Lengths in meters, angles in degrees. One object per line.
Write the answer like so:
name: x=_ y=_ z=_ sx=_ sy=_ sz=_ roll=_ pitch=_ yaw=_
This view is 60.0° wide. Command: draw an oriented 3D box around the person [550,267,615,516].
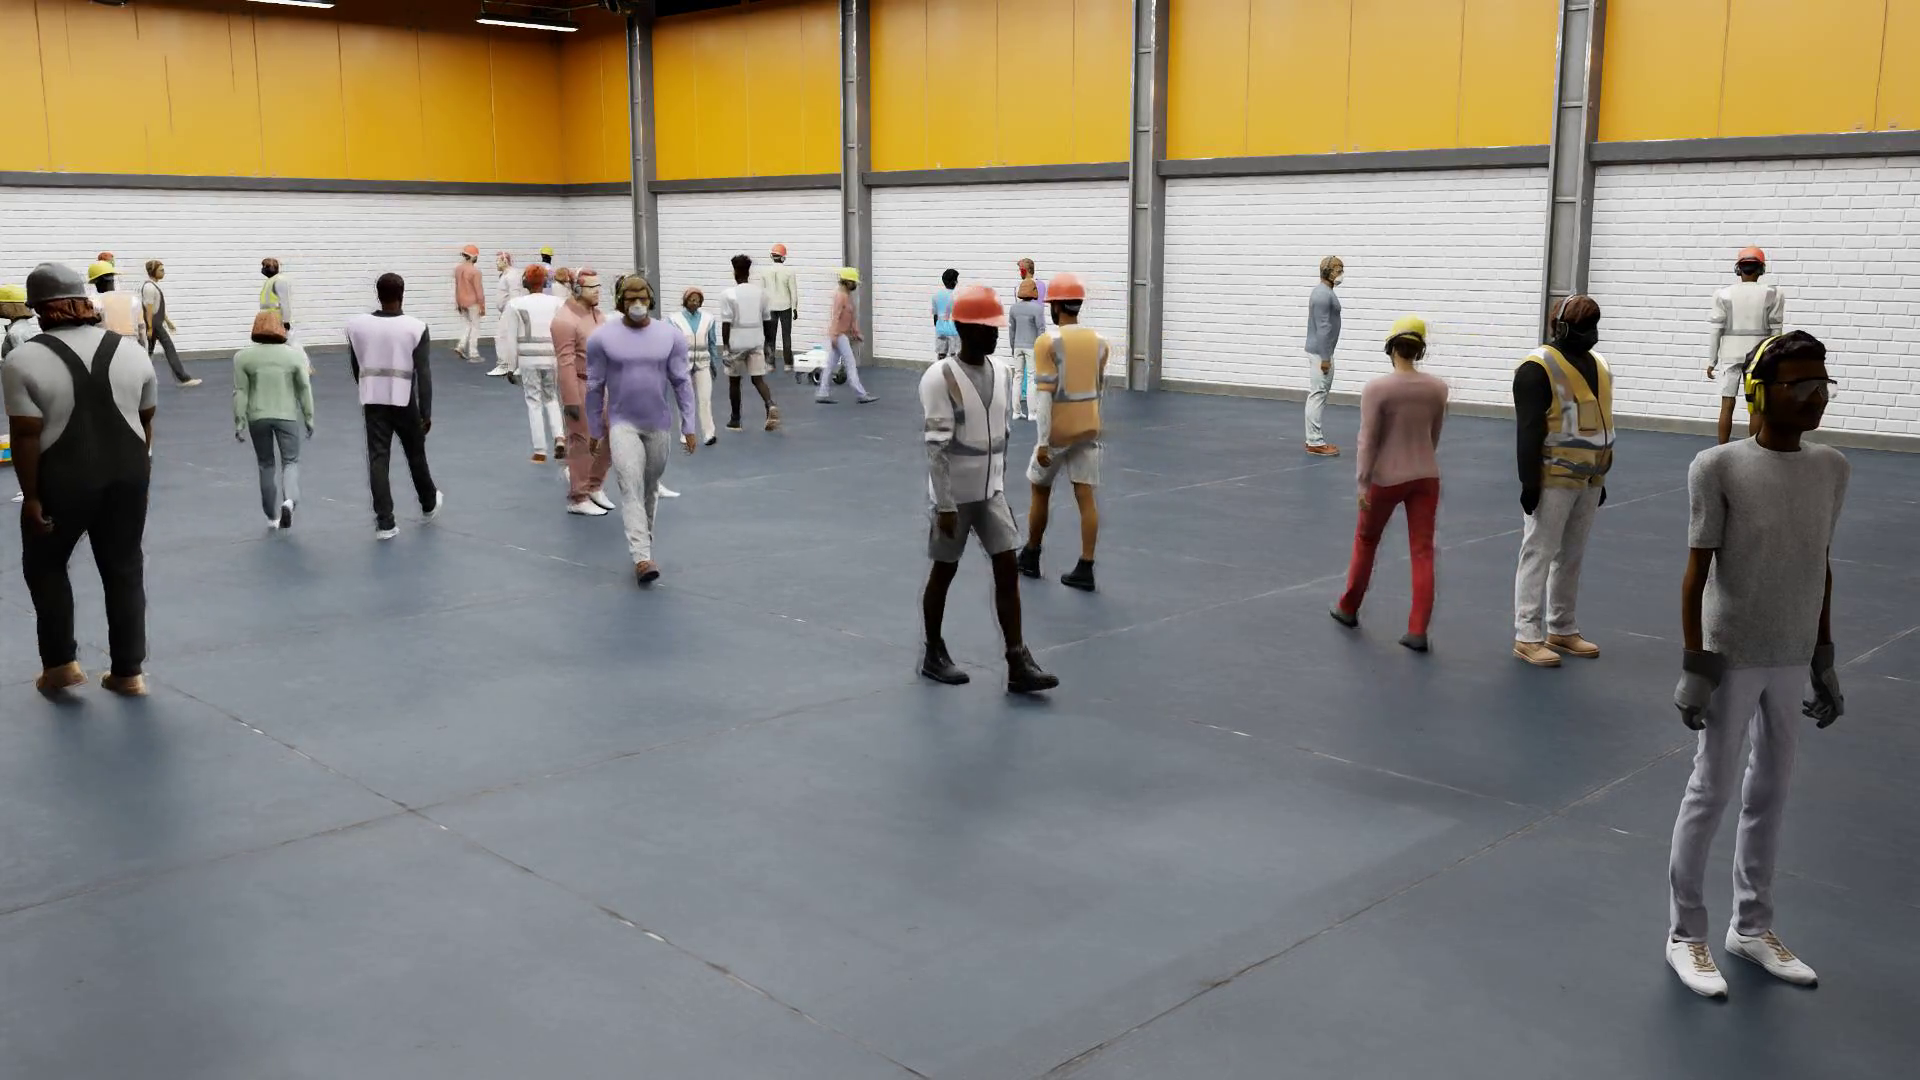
person: x=-2.812 y=-1.119 z=12.646 sx=0.444 sy=1.889 sz=0.678 roll=3 pitch=11 yaw=18

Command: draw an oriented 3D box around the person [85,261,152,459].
person: x=-7.998 y=-1.693 z=15.781 sx=0.536 sy=1.886 sz=0.711 roll=6 pitch=12 yaw=31

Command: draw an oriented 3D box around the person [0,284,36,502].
person: x=-7.555 y=-1.180 z=13.389 sx=0.295 sy=1.743 sz=0.492 roll=-4 pitch=11 yaw=-20

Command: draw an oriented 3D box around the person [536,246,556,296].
person: x=-8.034 y=-4.742 z=32.339 sx=0.581 sy=1.918 sz=0.390 roll=6 pitch=12 yaw=32

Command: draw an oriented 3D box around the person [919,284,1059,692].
person: x=0.120 y=-0.215 z=7.695 sx=0.574 sy=1.897 sz=0.909 roll=-9 pitch=14 yaw=-40

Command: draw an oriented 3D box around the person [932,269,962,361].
person: x=-0.137 y=-2.736 z=22.013 sx=0.533 sy=1.692 sz=0.319 roll=8 pitch=13 yaw=38

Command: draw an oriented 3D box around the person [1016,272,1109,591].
person: x=0.601 y=-0.677 z=10.213 sx=0.560 sy=1.894 sz=0.907 roll=-6 pitch=12 yaw=-31

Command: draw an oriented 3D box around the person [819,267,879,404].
person: x=-1.401 y=-2.564 z=20.974 sx=0.872 sy=1.710 sz=0.551 roll=1 pitch=10 yaw=5

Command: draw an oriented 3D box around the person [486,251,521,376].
person: x=-6.918 y=-3.400 z=25.115 sx=0.773 sy=1.877 sz=0.685 roll=-4 pitch=11 yaw=-20

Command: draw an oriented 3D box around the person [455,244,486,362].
person: x=-8.202 y=-3.970 z=27.938 sx=0.649 sy=1.980 sz=0.436 roll=7 pitch=13 yaw=34

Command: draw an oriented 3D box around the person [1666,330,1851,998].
person: x=2.265 y=0.350 z=4.693 sx=0.514 sy=1.876 sz=0.328 roll=-3 pitch=11 yaw=-14

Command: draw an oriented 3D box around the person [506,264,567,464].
person: x=-3.941 y=-1.633 z=15.524 sx=0.578 sy=1.871 sz=0.405 roll=-7 pitch=13 yaw=-34

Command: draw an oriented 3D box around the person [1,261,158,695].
person: x=-4.078 y=-0.289 z=7.719 sx=0.622 sy=2.000 sz=0.685 roll=9 pitch=14 yaw=42

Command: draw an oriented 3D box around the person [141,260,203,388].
person: x=-11.159 y=-2.989 z=23.134 sx=0.955 sy=1.797 sz=0.510 roll=-6 pitch=12 yaw=-28

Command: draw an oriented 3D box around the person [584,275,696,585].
person: x=-1.969 y=-0.691 z=10.339 sx=0.653 sy=1.883 sz=1.006 roll=-4 pitch=11 yaw=-21

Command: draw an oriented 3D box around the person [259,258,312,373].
person: x=-10.226 y=-3.319 z=24.925 sx=0.964 sy=1.802 sz=0.639 roll=-6 pitch=12 yaw=-31

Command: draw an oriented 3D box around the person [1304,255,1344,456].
person: x=3.538 y=-1.787 z=16.180 sx=0.372 sy=1.935 sz=0.627 roll=2 pitch=11 yaw=11

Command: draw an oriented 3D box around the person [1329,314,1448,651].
person: x=2.277 y=-0.319 z=8.768 sx=0.535 sy=1.712 sz=0.902 roll=-2 pitch=11 yaw=-13

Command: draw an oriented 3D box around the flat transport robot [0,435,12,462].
flat transport robot: x=-8.991 y=-0.853 z=15.623 sx=0.652 sy=0.197 sz=1.431 roll=5 pitch=12 yaw=27

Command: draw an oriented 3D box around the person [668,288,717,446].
person: x=-2.700 y=-1.737 z=16.828 sx=0.551 sy=1.587 sz=0.873 roll=-4 pitch=11 yaw=-20

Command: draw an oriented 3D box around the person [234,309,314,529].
person: x=-4.922 y=-0.847 z=11.933 sx=0.540 sy=1.607 sz=0.561 roll=-3 pitch=11 yaw=-18

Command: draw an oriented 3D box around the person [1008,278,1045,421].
person: x=0.784 y=-2.198 z=19.229 sx=0.507 sy=1.636 sz=0.273 roll=9 pitch=14 yaw=41

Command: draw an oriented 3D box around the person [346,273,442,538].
person: x=-4.083 y=-0.987 z=12.027 sx=0.596 sy=1.855 sz=1.030 roll=-1 pitch=10 yaw=-6

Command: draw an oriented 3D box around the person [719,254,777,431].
person: x=-2.289 y=-2.120 z=17.994 sx=0.608 sy=1.943 sz=0.836 roll=-7 pitch=12 yaw=-33

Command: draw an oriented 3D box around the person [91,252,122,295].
person: x=-12.407 y=-3.251 z=24.306 sx=0.355 sy=1.882 sz=0.576 roll=2 pitch=11 yaw=10

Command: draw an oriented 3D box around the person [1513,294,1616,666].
person: x=3.031 y=-0.300 z=8.322 sx=0.636 sy=1.842 sz=0.429 roll=-7 pitch=13 yaw=-34

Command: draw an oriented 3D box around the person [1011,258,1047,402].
person: x=0.893 y=-2.676 z=21.290 sx=0.390 sy=1.838 sz=0.563 roll=8 pitch=13 yaw=37

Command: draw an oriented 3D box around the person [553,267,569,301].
person: x=-6.474 y=-3.670 z=27.367 sx=0.802 sy=1.598 sz=0.513 roll=1 pitch=10 yaw=6

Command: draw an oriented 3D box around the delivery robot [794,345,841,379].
delivery robot: x=-2.038 y=-2.543 z=23.808 sx=0.707 sy=0.478 sz=0.477 roll=8 pitch=13 yaw=39

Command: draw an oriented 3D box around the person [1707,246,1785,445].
person: x=7.135 y=-1.647 z=15.146 sx=0.605 sy=2.034 sz=0.390 roll=4 pitch=11 yaw=23

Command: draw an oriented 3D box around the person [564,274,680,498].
person: x=-2.785 y=-1.240 z=13.507 sx=0.907 sy=1.833 sz=0.509 roll=3 pitch=11 yaw=14

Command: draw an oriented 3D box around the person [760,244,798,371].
person: x=-2.850 y=-3.669 z=26.274 sx=0.622 sy=1.993 sz=0.381 roll=3 pitch=11 yaw=14
